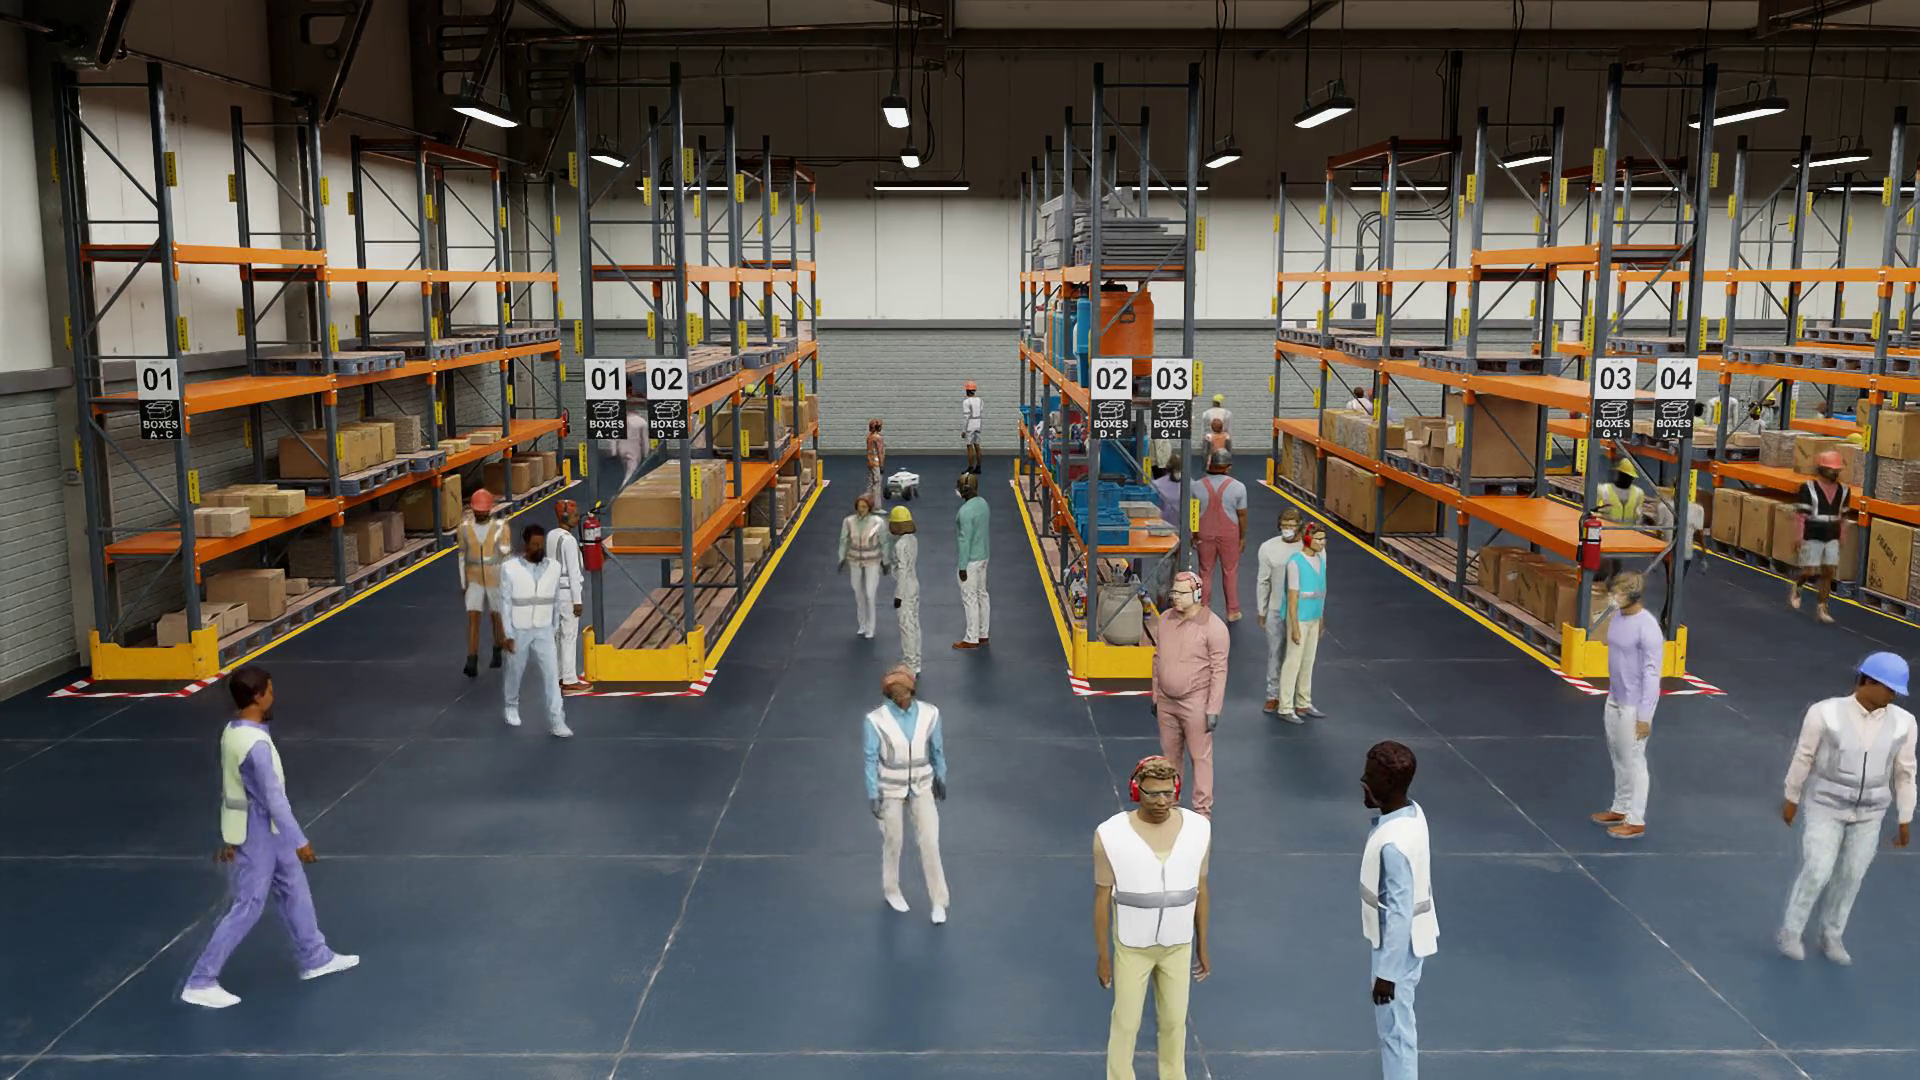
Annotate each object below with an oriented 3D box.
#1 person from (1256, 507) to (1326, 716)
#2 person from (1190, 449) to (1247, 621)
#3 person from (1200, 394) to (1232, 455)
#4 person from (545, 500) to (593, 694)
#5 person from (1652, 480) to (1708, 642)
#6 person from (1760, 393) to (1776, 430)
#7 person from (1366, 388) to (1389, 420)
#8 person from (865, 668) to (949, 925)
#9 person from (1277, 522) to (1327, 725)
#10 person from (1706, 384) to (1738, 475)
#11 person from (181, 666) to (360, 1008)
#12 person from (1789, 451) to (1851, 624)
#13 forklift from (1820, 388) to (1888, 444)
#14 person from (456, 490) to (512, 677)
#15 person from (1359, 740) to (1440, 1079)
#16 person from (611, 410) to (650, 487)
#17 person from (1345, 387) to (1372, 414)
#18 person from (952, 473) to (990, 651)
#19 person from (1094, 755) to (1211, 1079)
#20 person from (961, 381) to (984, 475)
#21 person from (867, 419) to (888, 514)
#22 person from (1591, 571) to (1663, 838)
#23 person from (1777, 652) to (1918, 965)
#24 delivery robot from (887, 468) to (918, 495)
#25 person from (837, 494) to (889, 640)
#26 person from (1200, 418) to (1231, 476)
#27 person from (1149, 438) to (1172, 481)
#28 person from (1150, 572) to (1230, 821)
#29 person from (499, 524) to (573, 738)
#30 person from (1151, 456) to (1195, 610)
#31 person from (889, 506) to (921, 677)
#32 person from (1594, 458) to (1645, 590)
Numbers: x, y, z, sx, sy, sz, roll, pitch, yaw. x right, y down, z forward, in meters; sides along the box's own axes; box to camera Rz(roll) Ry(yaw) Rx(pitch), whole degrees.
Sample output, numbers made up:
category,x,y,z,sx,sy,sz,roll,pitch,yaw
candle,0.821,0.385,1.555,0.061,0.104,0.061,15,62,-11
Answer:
category,x,y,z,sx,sy,sz,roll,pitch,yaw
person,3.035,0.655,15.303,0.632,1.934,0.362,3,9,21
person,3.051,-0.069,19.590,0.684,2.000,0.536,3,9,21
person,4.989,-1.951,32.460,0.619,1.802,0.517,2,9,10
person,-3.825,0.544,16.147,0.337,1.881,0.583,-6,11,-36
person,8.091,0.187,18.684,0.545,1.822,0.994,1,9,5
person,16.488,-2.163,34.052,0.487,1.737,0.342,-6,11,-35
person,8.151,-2.030,32.646,0.668,1.898,0.489,-6,10,-32
person,-0.309,1.584,10.331,0.571,1.606,0.691,-3,9,-19
person,3.108,0.742,15.063,0.389,1.834,0.561,8,12,42
person,15.677,-2.300,34.234,0.603,1.949,0.384,3,9,19
person,-3.896,1.626,9.240,0.961,1.872,0.585,-5,10,-29
person,10.093,-0.053,19.526,0.634,2.029,0.627,0,9,0
forklift,20.072,-3.110,36.462,1.873,2.768,1.129,0,9,0
person,-4.816,0.431,16.870,0.560,1.880,0.997,-1,9,-8
person,1.983,1.855,7.601,0.398,1.920,0.589,3,9,17
person,-5.927,-1.558,29.803,0.671,1.855,1.013,3,9,18
person,8.145,-2.218,34.059,0.626,1.840,0.430,-2,9,-13
person,0.132,0.233,18.010,0.365,1.933,0.629,4,10,22
person,0.884,1.879,7.732,0.560,1.837,0.389,-2,9,-14
person,0.234,-2.306,34.307,0.361,1.940,0.543,8,12,42
person,-1.445,-1.266,28.575,0.307,1.640,0.520,-5,10,-28
person,4.783,1.183,11.946,0.436,1.927,0.680,0,9,-3
person,5.145,1.552,9.602,0.632,1.900,0.545,1,9,8
delivery robot,-1.047,-1.075,30.522,0.477,0.478,0.707,4,10,25
person,-1.098,0.299,18.579,0.527,1.613,0.679,2,9,14
person,4.402,-1.278,28.700,0.535,1.629,0.477,-1,9,-10
person,3.319,-1.249,27.377,0.405,1.987,0.608,1,9,9
person,1.623,1.170,12.048,0.409,1.909,0.640,-8,12,-43
person,-3.798,0.778,14.714,0.607,1.870,1.015,-6,11,-35
person,2.603,-0.087,20.174,0.628,1.890,0.725,1,9,6
person,-0.571,0.521,16.752,0.318,1.740,0.488,2,9,14
person,7.851,-0.048,19.901,0.585,1.899,0.551,0,9,-1
